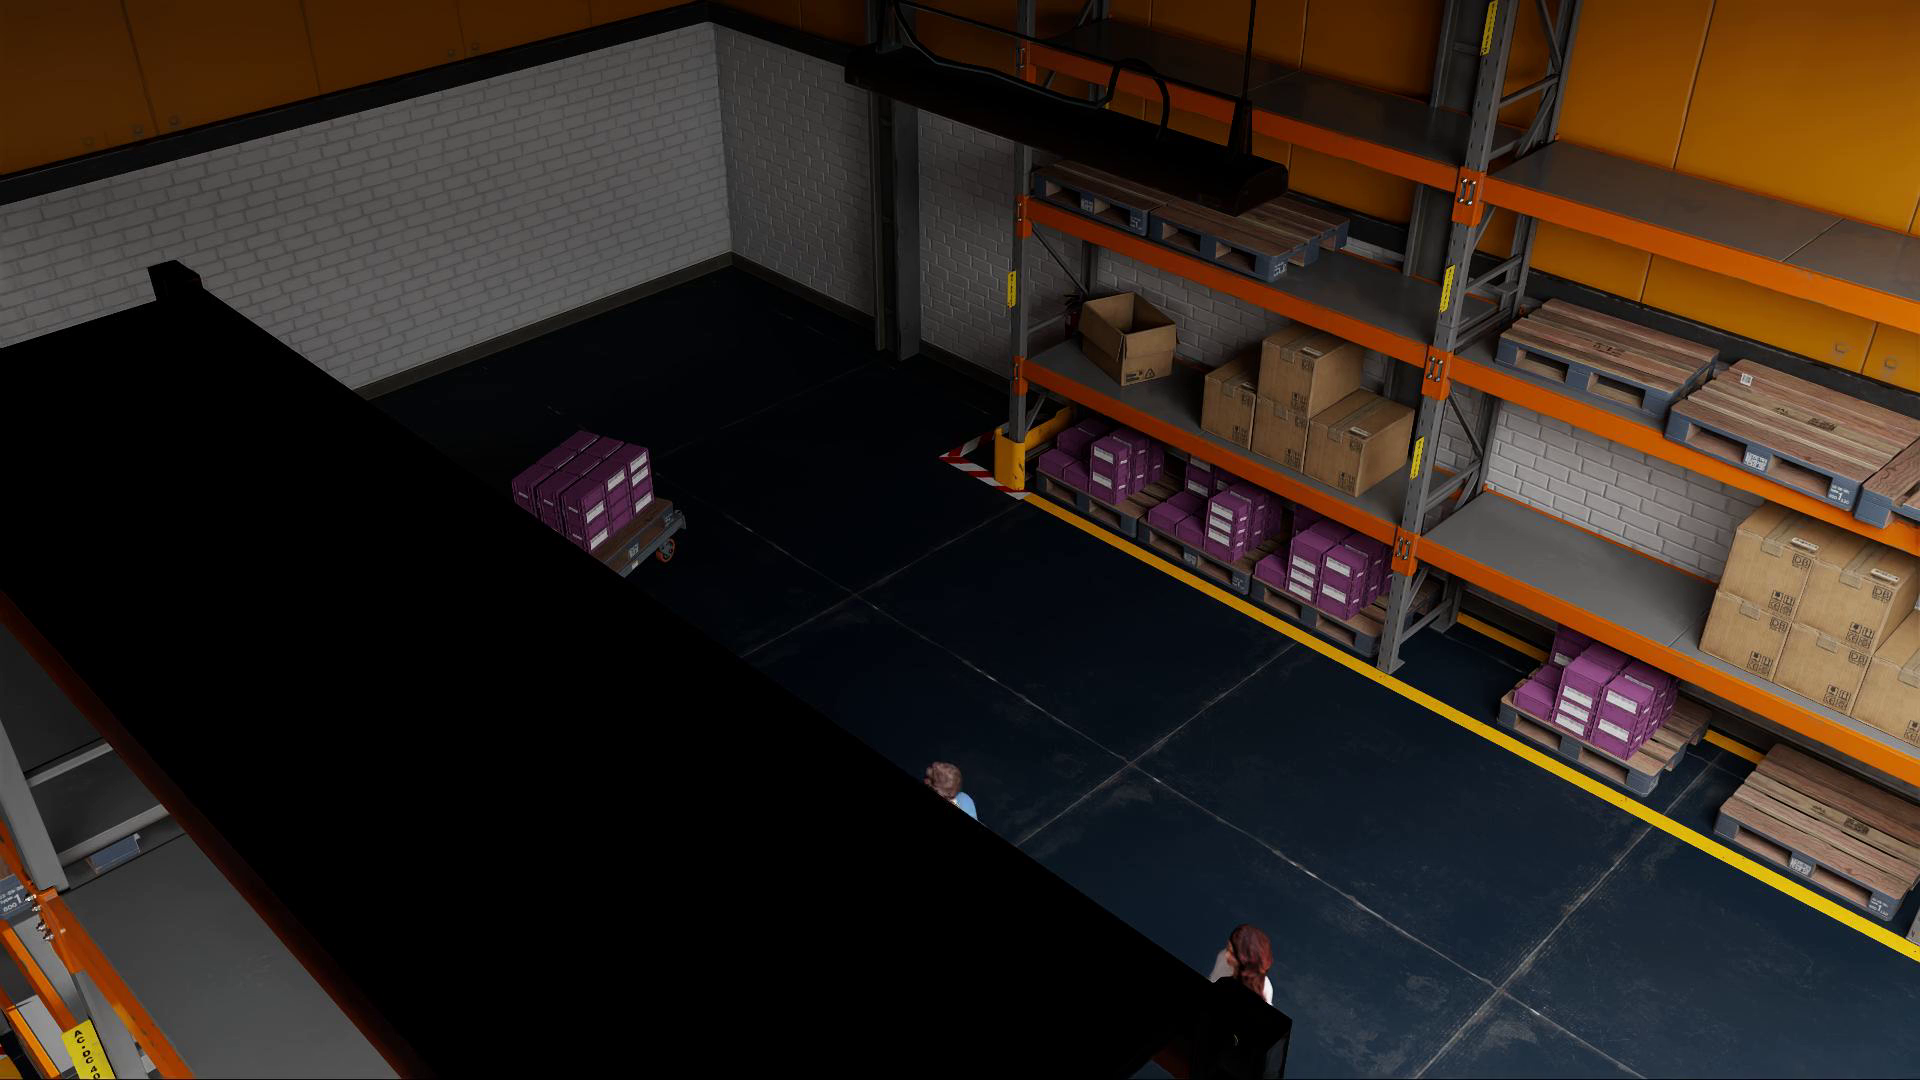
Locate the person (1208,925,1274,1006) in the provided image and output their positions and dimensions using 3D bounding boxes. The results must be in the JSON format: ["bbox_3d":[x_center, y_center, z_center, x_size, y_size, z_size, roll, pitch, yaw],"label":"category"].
[{"bbox_3d":[1.477,2.709,8.902,0.729,1.794,0.560,-17,37,-23],"label":"person"}]

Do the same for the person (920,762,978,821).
[{"bbox_3d":[0.037,2.063,9.895,1.212,1.770,1.033,8,34,11],"label":"person"}]
